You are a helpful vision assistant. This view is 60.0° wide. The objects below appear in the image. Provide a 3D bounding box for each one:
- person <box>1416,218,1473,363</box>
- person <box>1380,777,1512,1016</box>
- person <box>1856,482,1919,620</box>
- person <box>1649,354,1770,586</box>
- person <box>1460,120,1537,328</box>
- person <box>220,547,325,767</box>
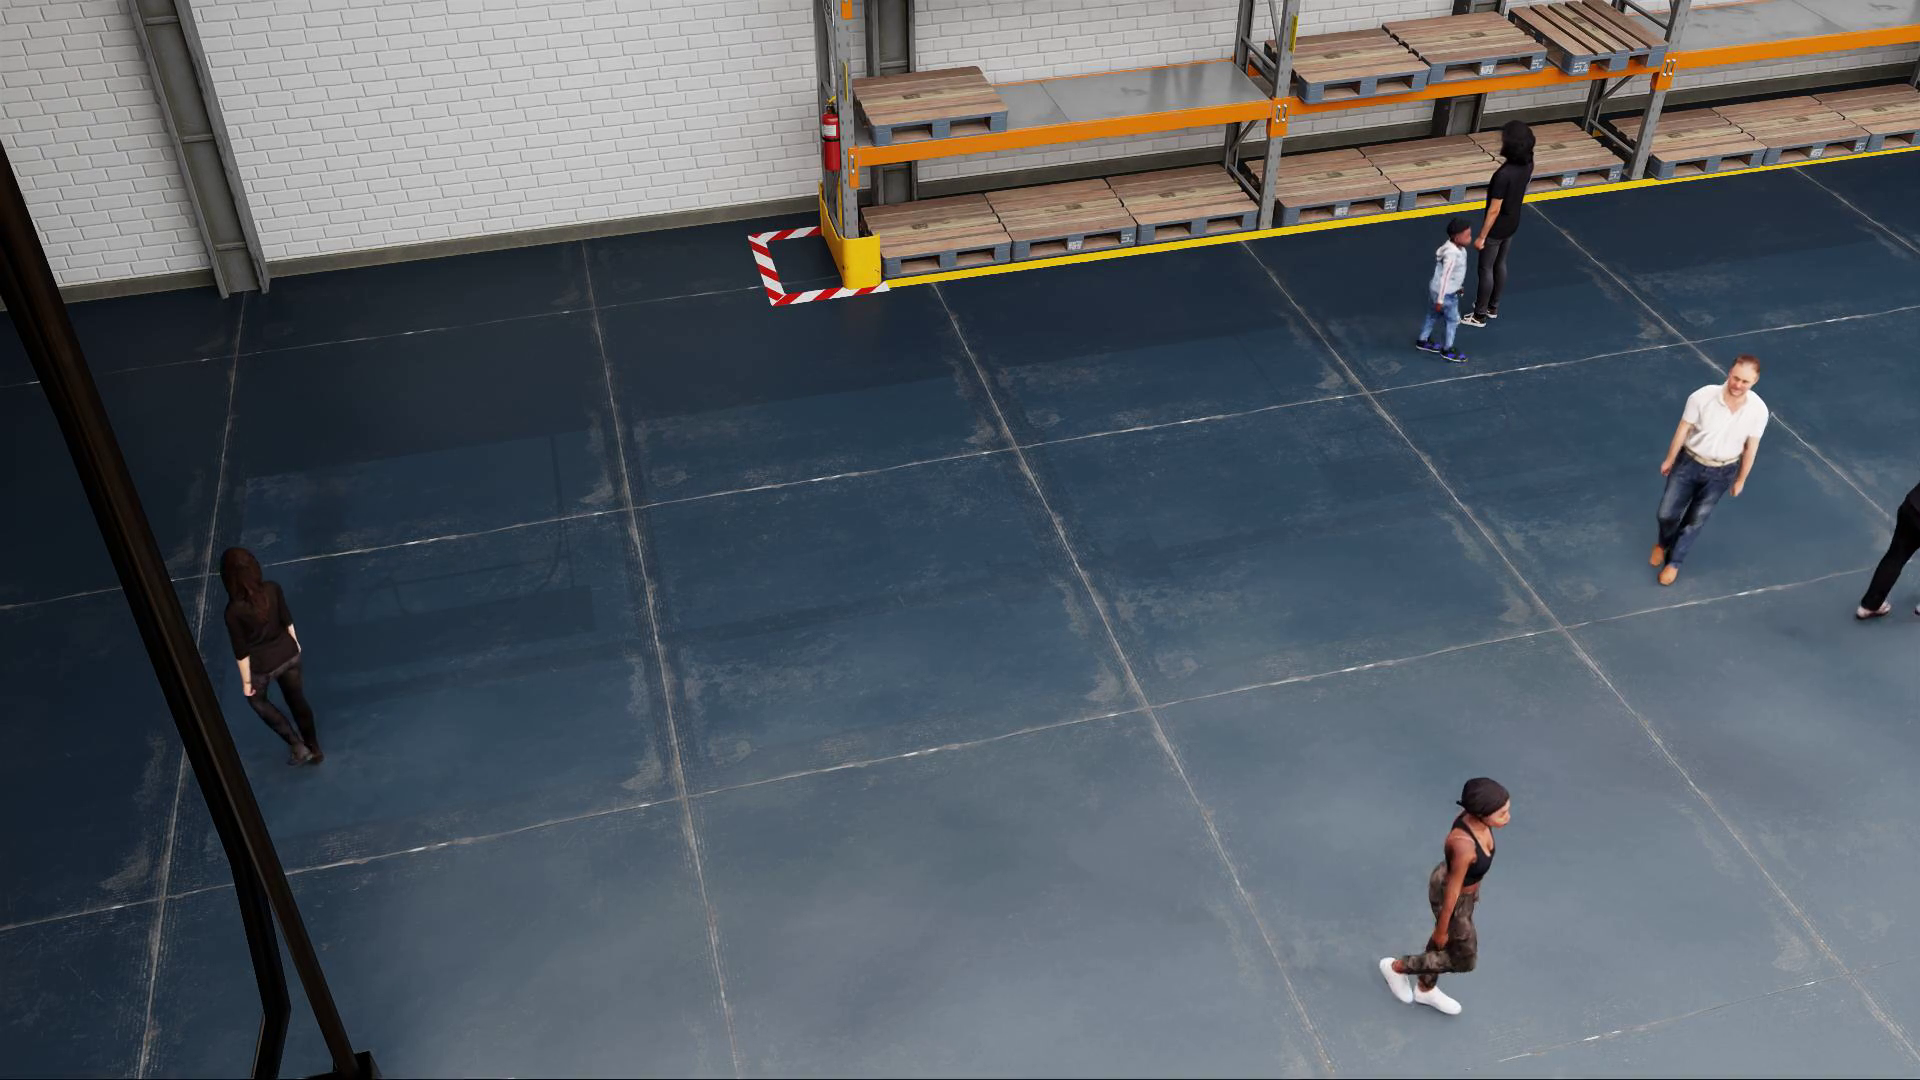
[{"bbox_3d":[3.953,-2.096,13.738,0.740,1.248,0.647,10,40,13],"label":"person"},{"bbox_3d":[2.442,1.813,8.491,0.841,1.689,0.781,20,43,24],"label":"person"},{"bbox_3d":[6.328,-0.087,10.956,0.887,1.581,0.653,-11,40,-13],"label":"person"},{"bbox_3d":[5.082,-0.535,11.305,0.840,1.845,0.905,18,42,21],"label":"person"},{"bbox_3d":[4.540,-2.653,13.968,0.631,1.832,0.767,-30,47,-32],"label":"person"},{"bbox_3d":[-4.031,0.754,9.863,0.783,1.630,0.716,22,44,25],"label":"person"}]
